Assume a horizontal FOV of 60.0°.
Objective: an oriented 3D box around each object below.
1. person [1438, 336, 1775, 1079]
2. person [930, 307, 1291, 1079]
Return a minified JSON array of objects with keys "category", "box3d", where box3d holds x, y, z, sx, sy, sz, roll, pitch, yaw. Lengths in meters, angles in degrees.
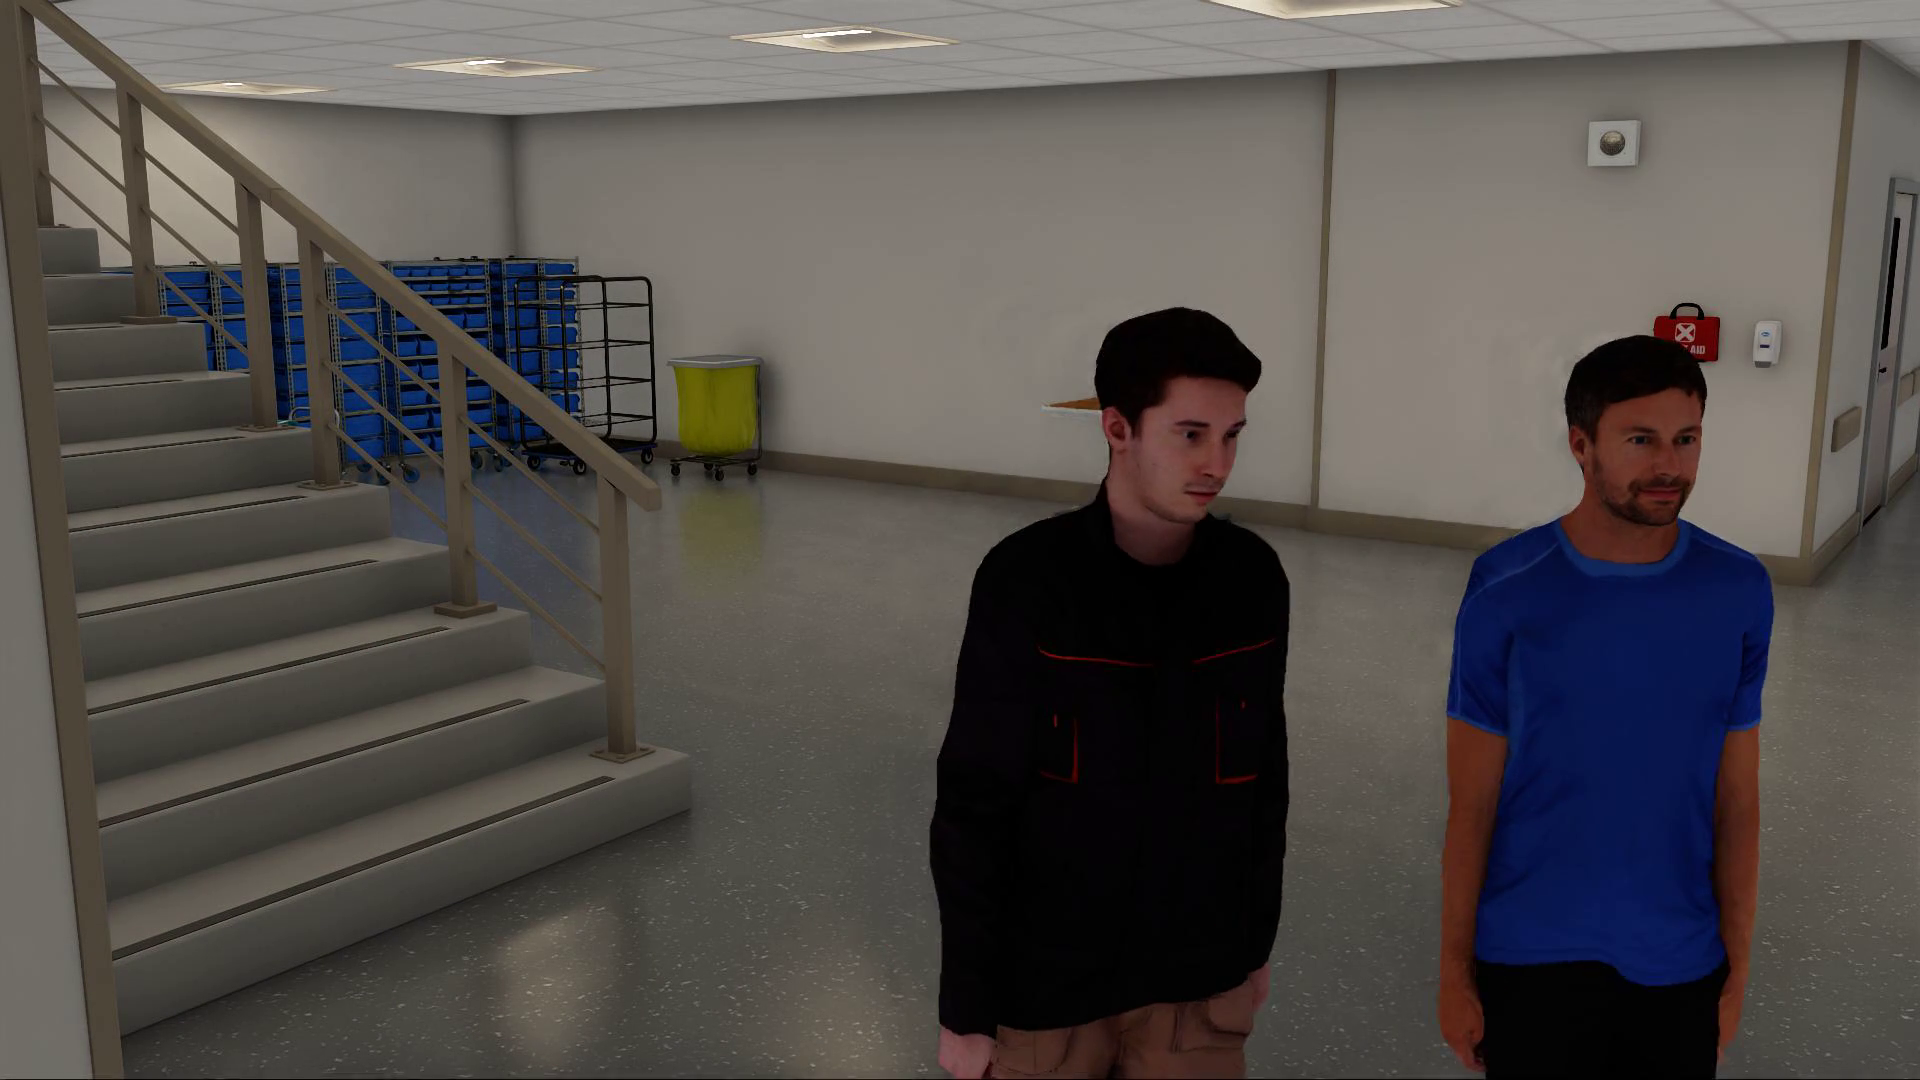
[{"category":"person","box3d":[0.954,0.618,2.586,1.114,1.848,1.051,1,11,3]},{"category":"person","box3d":[0.182,0.637,2.431,1.239,1.869,1.288,-2,11,-11]}]
